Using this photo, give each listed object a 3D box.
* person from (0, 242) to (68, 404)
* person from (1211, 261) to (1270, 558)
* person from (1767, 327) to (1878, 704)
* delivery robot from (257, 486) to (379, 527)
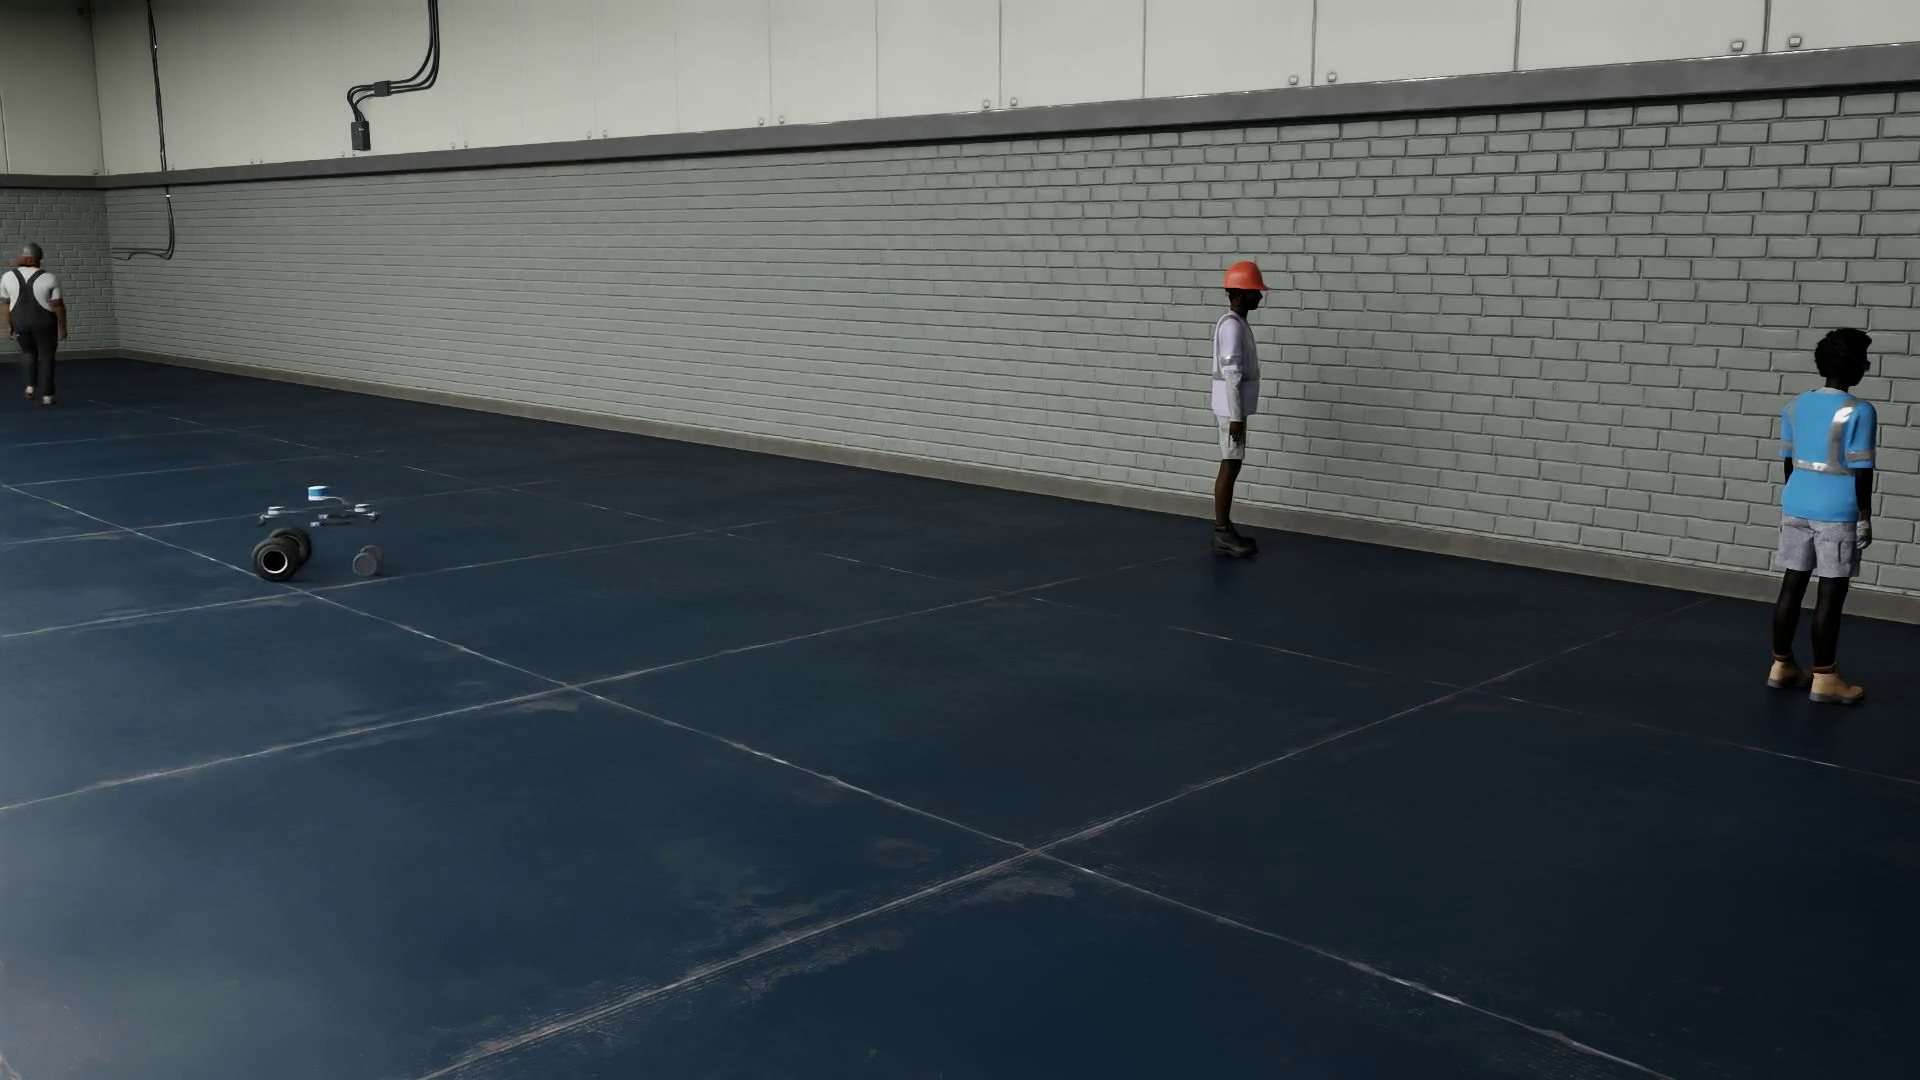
[{"bbox_3d":[-11.627,-2.721,20.981,0.701,2.000,0.538,-2,11,-9],"label":"person"},{"bbox_3d":[1.856,-0.872,11.064,0.360,1.936,0.552,2,11,9],"label":"person"},{"bbox_3d":[3.965,-0.118,7.610,0.318,1.696,0.537,-3,11,-14],"label":"person"},{"bbox_3d":[-4.029,-0.220,10.435,0.698,0.223,0.335,-2,11,-11],"label":"delivery robot"}]
